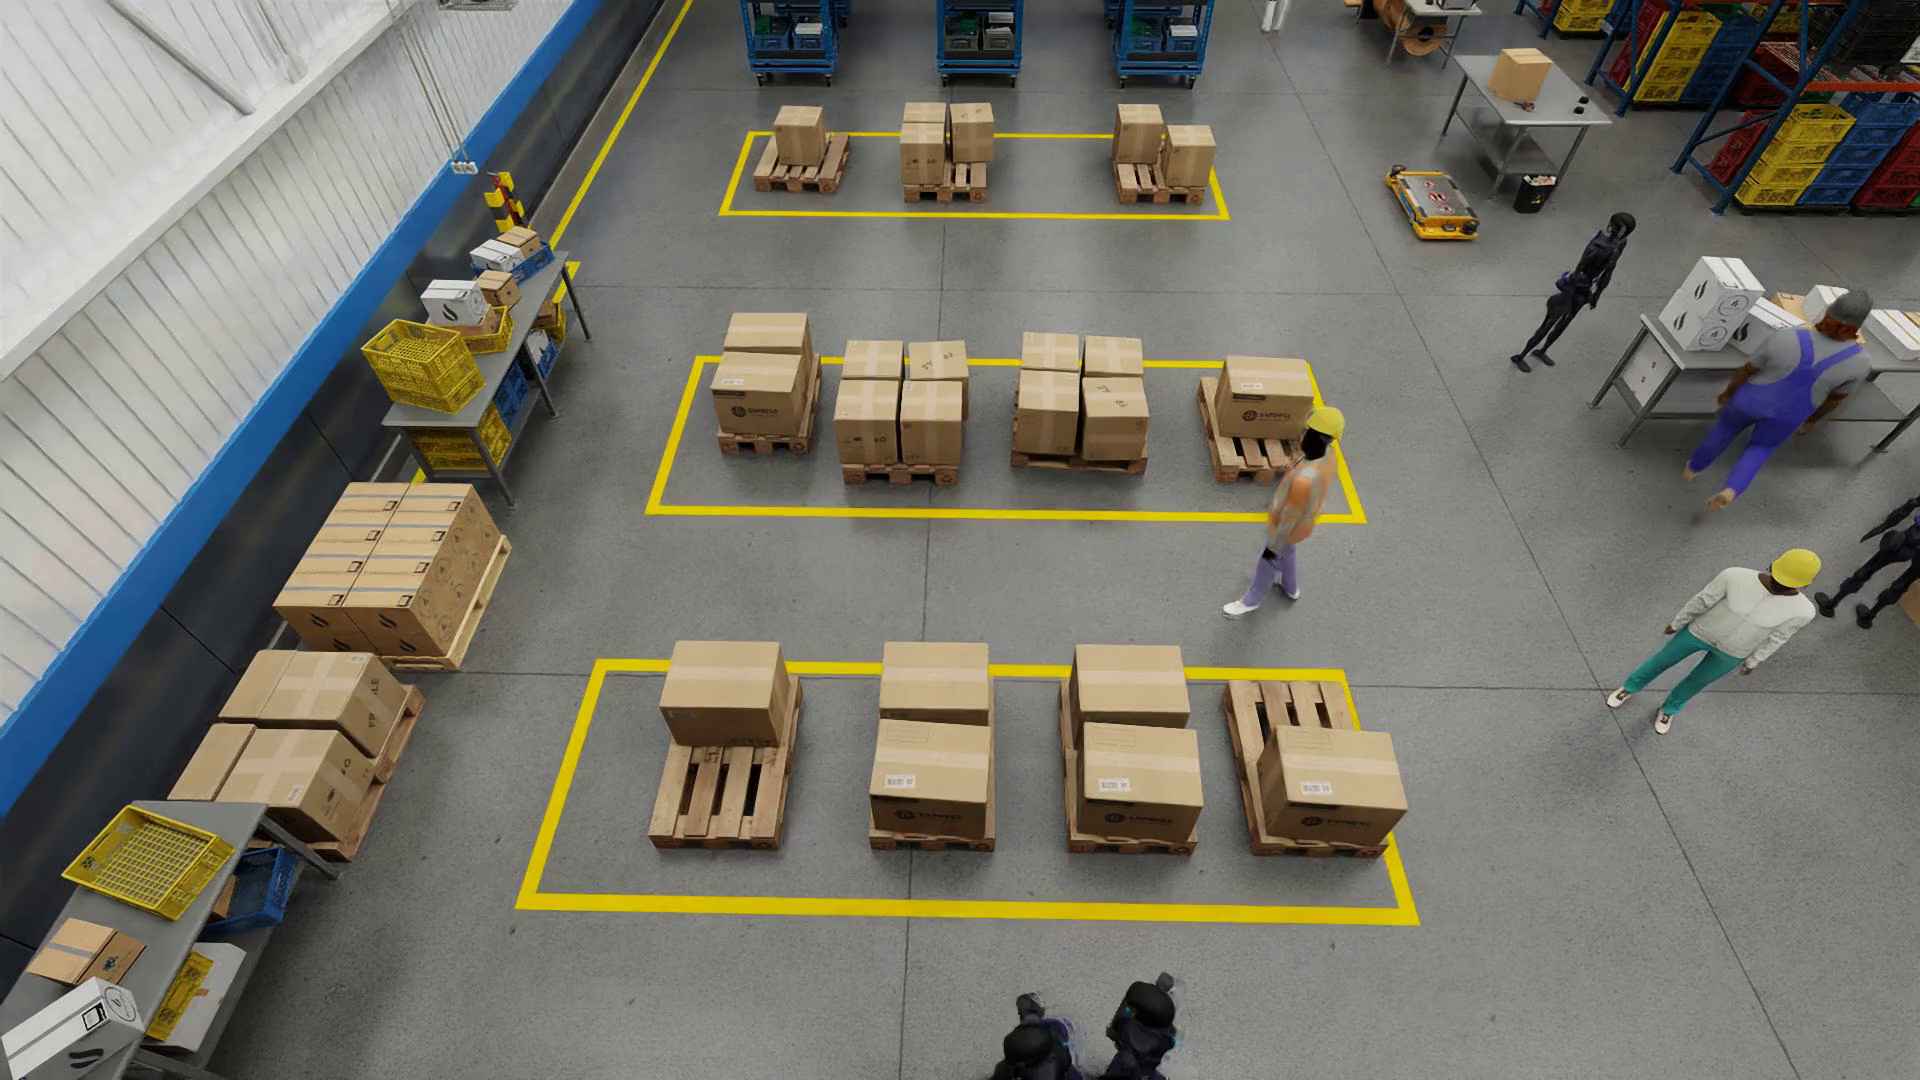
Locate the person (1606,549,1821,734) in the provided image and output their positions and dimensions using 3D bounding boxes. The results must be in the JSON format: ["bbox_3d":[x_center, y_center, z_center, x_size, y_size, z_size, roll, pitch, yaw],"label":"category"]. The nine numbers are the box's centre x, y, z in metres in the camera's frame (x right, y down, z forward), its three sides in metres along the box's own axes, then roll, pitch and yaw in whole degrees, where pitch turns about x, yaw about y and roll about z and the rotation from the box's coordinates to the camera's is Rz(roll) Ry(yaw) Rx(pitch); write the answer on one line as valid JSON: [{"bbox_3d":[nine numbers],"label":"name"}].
[{"bbox_3d":[4.928,0.661,5.970,0.532,1.768,0.308,34,57,26],"label":"person"}]

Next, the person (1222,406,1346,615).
[{"bbox_3d":[2.401,-0.120,6.573,0.500,1.882,0.686,24,53,20],"label":"person"}]

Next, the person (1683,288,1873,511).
[{"bbox_3d":[6.496,-1.105,7.319,0.694,2.000,0.749,30,56,24],"label":"person"}]

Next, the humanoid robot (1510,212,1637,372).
[{"bbox_3d":[5.796,-2.295,8.587,0.564,1.653,0.368,-17,51,-14],"label":"humanoid robot"}]

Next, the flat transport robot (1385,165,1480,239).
[{"bbox_3d":[5.692,-4.094,11.059,0.652,0.197,1.431,1,49,1],"label":"flat transport robot"}]

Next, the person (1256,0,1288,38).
[{"bbox_3d":[4.980,-8.738,14.042,0.628,1.865,0.380,-1,49,-1],"label":"person"}]

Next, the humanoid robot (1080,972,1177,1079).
[{"bbox_3d":[0.805,2.479,4.460,0.432,1.647,0.586,24,53,19],"label":"humanoid robot"}]

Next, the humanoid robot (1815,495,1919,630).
[{"bbox_3d":[6.956,0.003,6.596,0.577,1.651,0.322,21,52,17],"label":"humanoid robot"}]

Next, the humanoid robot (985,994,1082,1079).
[{"bbox_3d":[0.412,2.563,4.426,0.820,1.597,0.607,-12,50,-10],"label":"humanoid robot"}]
